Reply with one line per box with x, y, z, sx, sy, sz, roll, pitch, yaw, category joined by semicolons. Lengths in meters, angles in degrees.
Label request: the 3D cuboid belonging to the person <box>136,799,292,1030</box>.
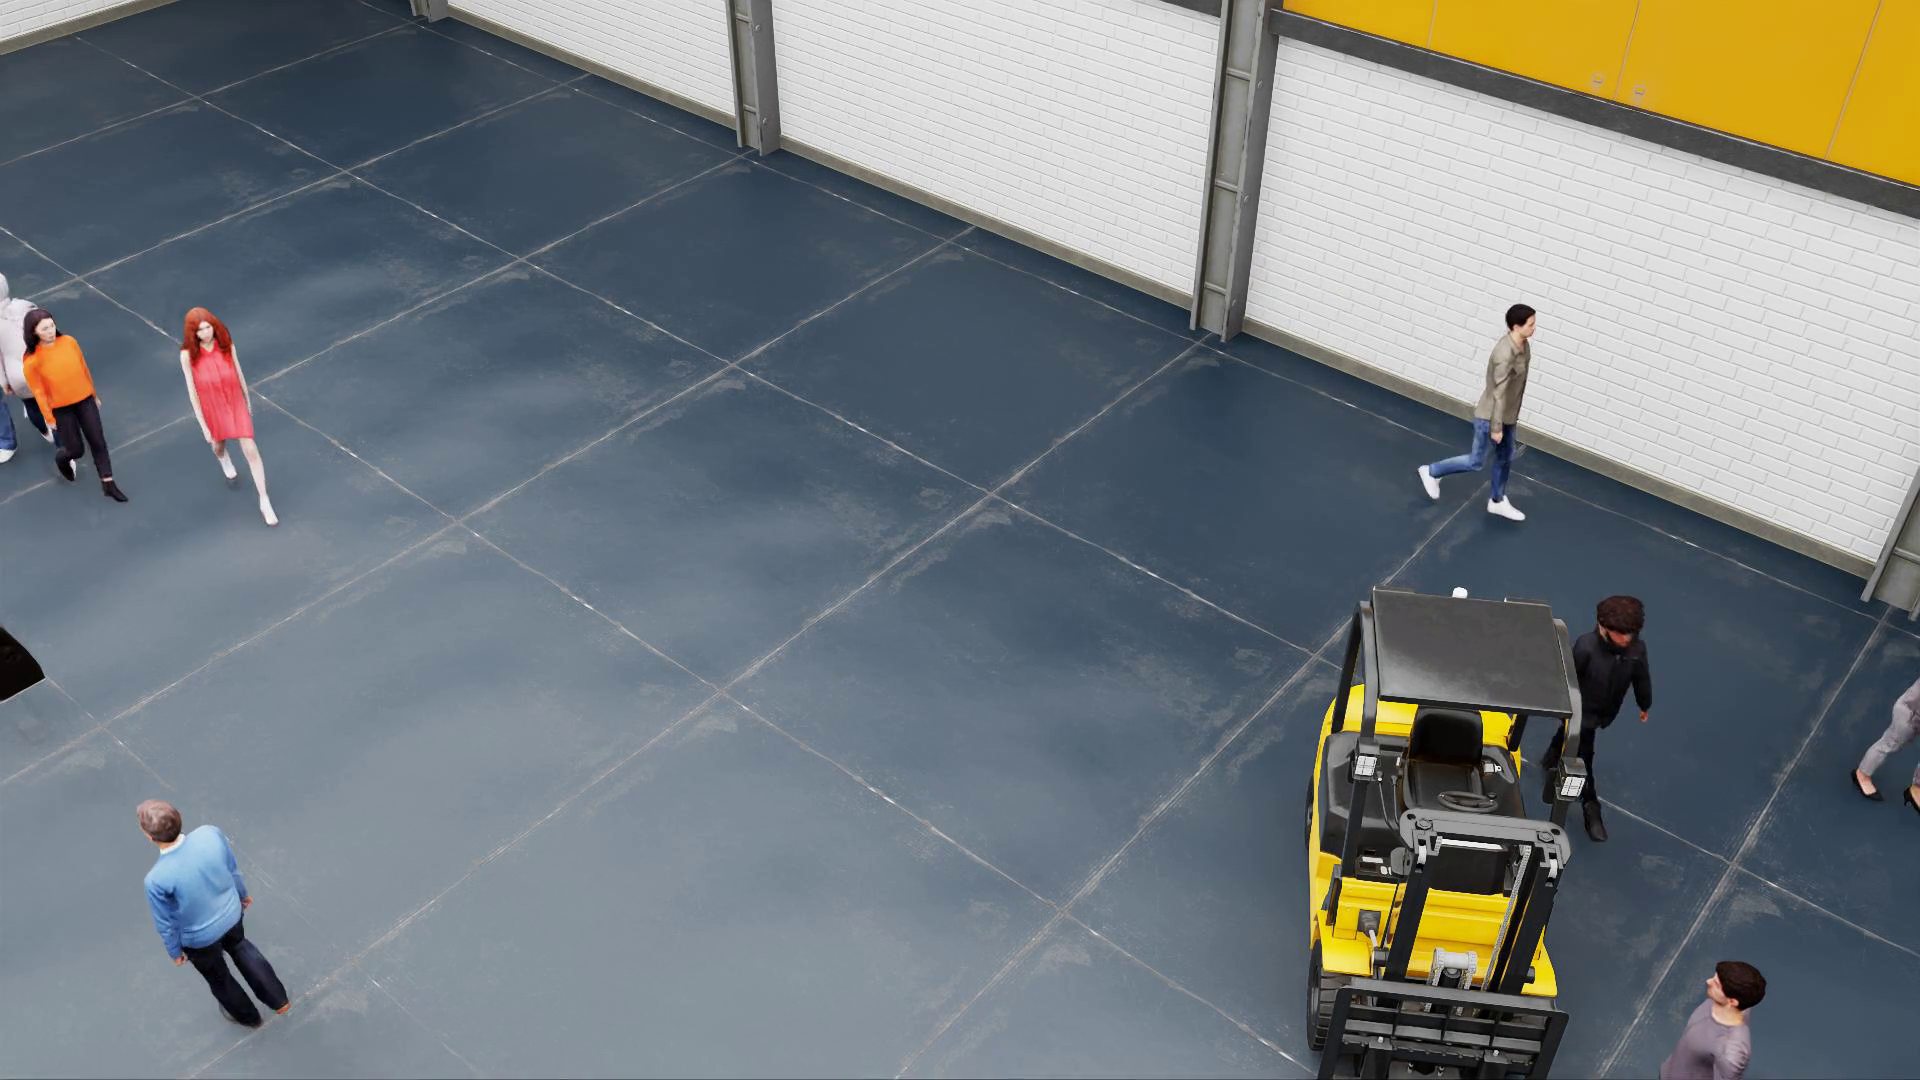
-3.981;2.060;8.939;0.805;1.812;0.752;19;42;22;person

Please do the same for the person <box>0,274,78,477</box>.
-7.333;-1.271;13.172;0.855;1.734;1.158;-20;43;-23;person

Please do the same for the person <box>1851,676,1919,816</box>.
5.917;1.046;10.345;0.759;1.642;0.862;-26;45;-29;person

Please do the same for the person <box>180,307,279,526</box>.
-5.695;-0.999;12.790;0.809;1.788;1.228;-23;44;-26;person

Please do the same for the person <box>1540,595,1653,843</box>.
3.900;0.969;10.380;1.108;1.720;1.222;-10;40;-12;person

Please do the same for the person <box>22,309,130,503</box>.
-6.950;-1.043;12.892;0.927;1.728;0.709;20;43;23;person

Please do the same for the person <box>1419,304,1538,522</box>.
4.030;-0.985;12.726;1.122;1.845;0.763;22;44;25;person

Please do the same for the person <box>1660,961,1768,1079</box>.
3.591;2.682;8.129;0.669;1.851;0.740;12;40;14;person
